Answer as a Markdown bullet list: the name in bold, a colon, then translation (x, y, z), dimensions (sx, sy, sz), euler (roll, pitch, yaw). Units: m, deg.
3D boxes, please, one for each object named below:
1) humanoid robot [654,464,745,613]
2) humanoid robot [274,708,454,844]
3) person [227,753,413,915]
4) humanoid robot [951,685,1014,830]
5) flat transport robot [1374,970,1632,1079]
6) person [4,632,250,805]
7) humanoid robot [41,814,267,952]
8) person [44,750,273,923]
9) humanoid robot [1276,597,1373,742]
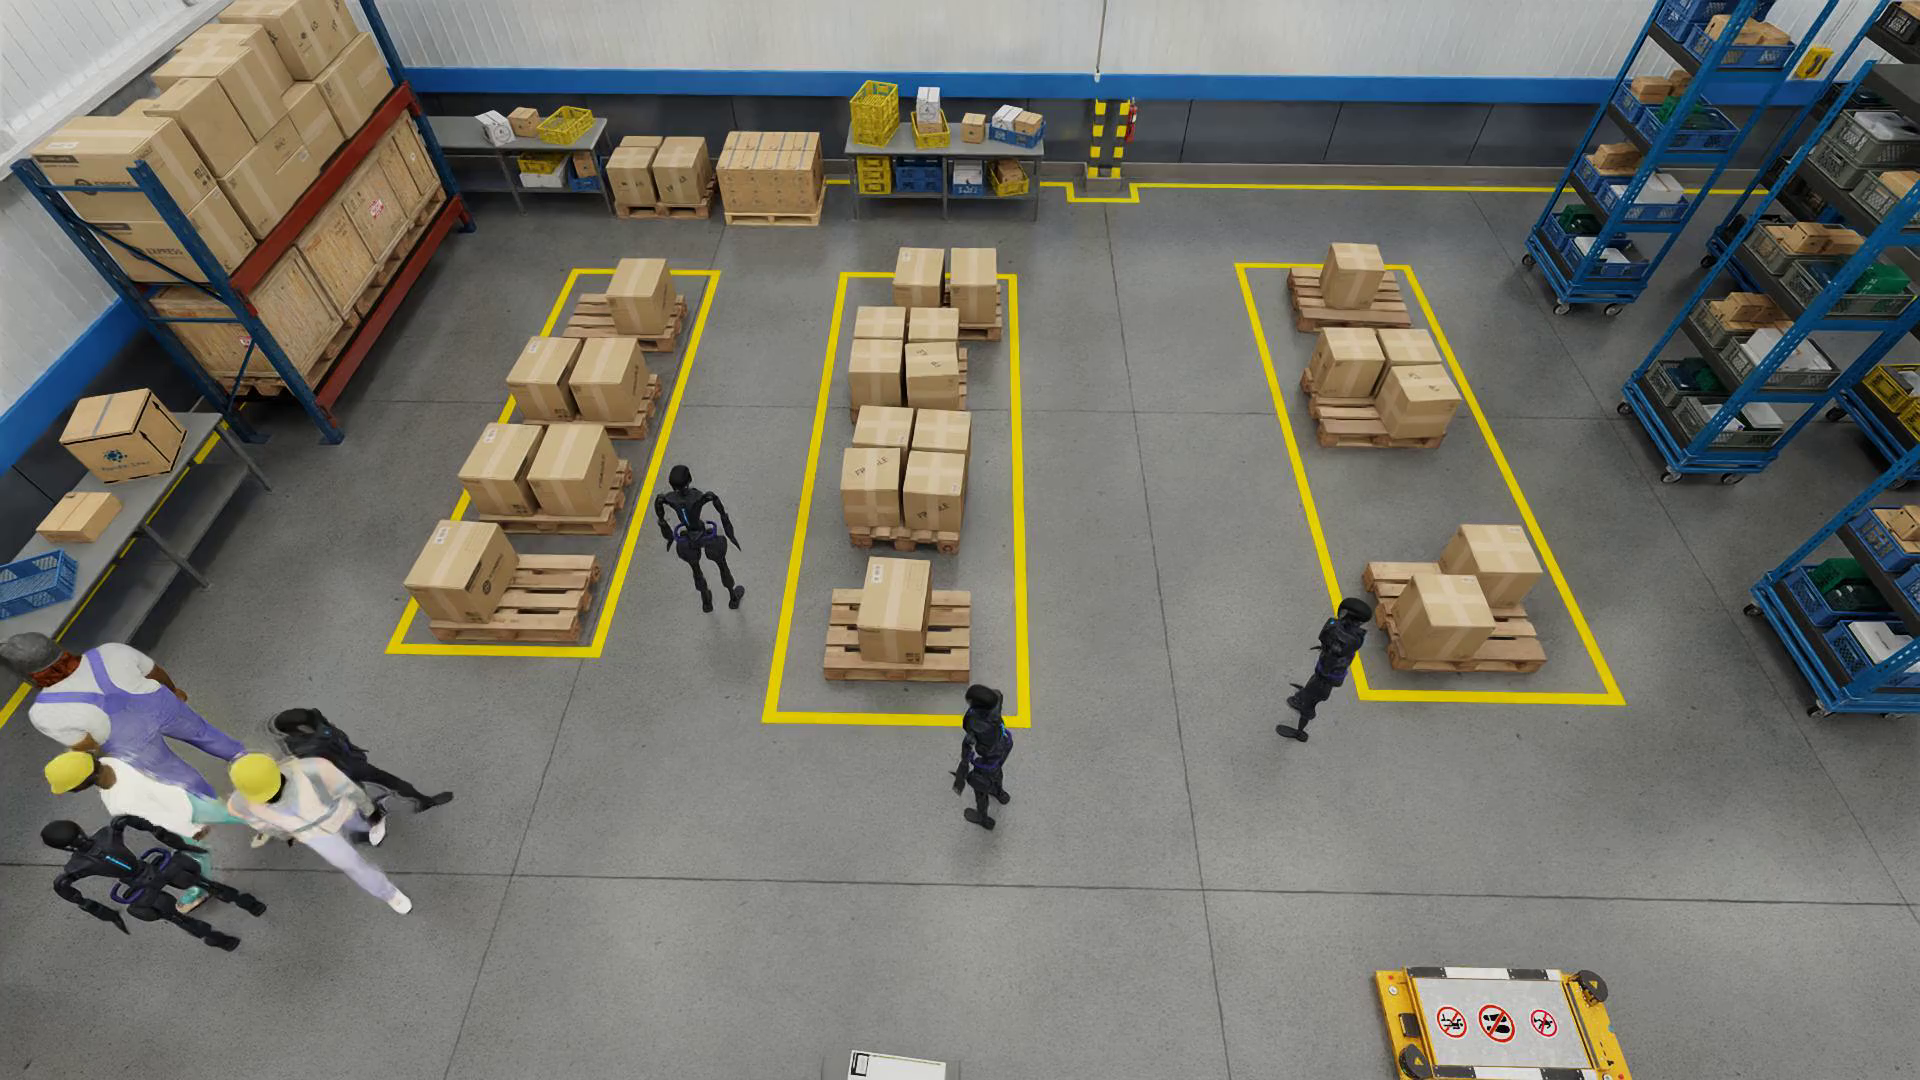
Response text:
- **humanoid robot**: translation (-2.151, -0.005, 7.572), dimensions (0.614, 1.657, 0.313), euler (-5, 51, -4)
- **humanoid robot**: translation (-4.213, 1.613, 6.288), dimensions (0.710, 1.628, 0.597), euler (-16, 53, -13)
- **person**: translation (-4.188, 1.776, 5.999), dimensions (0.583, 1.884, 0.885), euler (-32, 58, -23)
- **humanoid robot**: translation (0.174, 1.498, 6.357), dimensions (0.344, 1.649, 0.546), euler (22, 54, 17)
- **flat transport robot**: translation (3.501, 3.133, 5.914), dimensions (1.431, 0.197, 0.652), euler (1, 51, 1)
- **person**: translation (-5.742, 1.239, 6.334), dimensions (0.536, 2.000, 0.674), euler (15, 52, 12)
- **humanoid robot**: translation (-5.120, 2.171, 5.805), dimensions (0.323, 1.652, 0.581), euler (14, 52, 11)
- **person**: translation (-5.301, 1.849, 6.040), dimensions (0.877, 1.717, 0.527), euler (-38, 60, -26)
- **humanoid robot**: translation (2.687, 0.948, 6.795), dimensions (0.331, 1.657, 0.599), euler (26, 56, 20)
